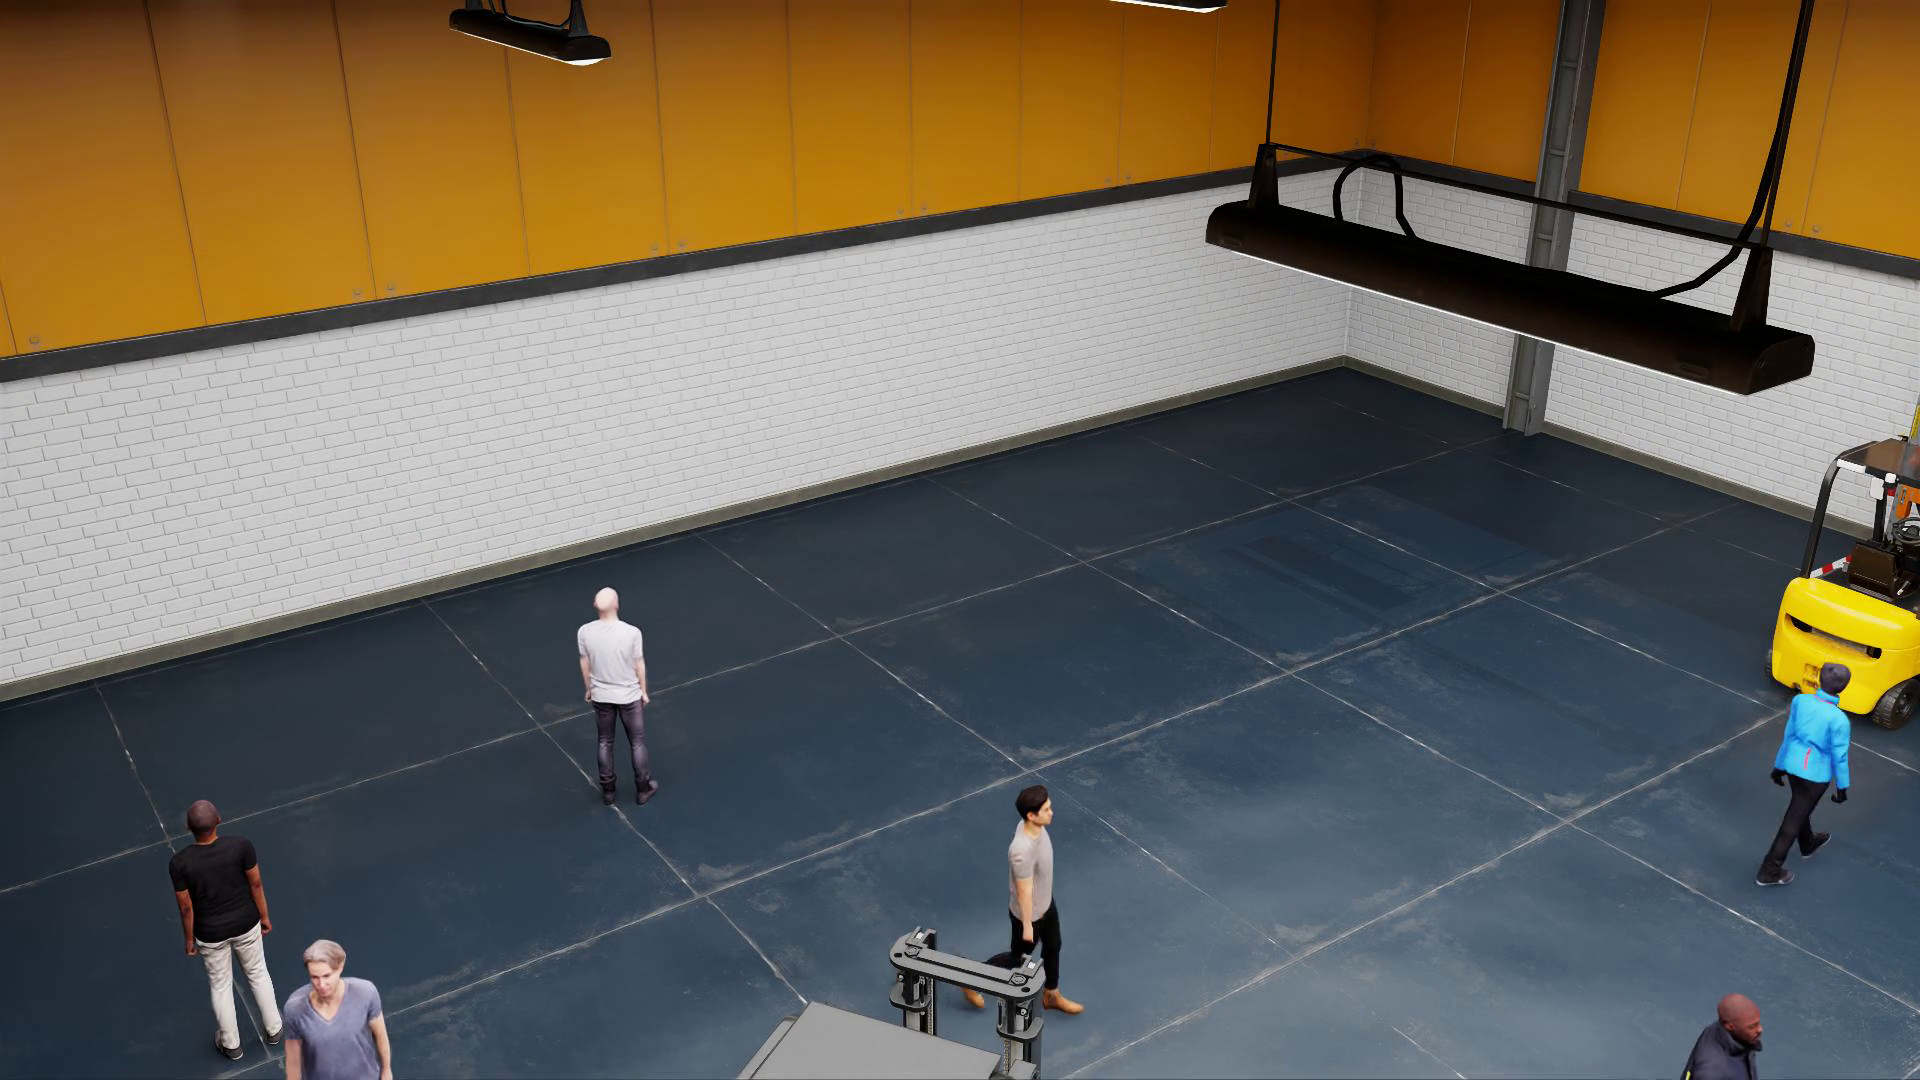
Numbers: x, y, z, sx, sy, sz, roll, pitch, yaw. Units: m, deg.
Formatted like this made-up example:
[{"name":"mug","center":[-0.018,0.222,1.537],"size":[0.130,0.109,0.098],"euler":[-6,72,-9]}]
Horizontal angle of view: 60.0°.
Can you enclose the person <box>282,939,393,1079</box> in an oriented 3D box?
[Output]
[{"name":"person","center":[-3.336,2.914,9.024],"size":[0.819,1.864,0.889],"euler":[-5,24,-11]}]

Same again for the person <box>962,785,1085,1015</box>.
[{"name":"person","center":[0.366,2.314,10.607],"size":[1.133,1.696,1.013],"euler":[7,25,15]}]

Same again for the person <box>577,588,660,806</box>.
[{"name":"person","center":[-2.681,1.216,12.948],"size":[0.759,1.831,0.803],"euler":[2,24,5]}]

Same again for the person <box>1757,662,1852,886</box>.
[{"name":"person","center":[5.992,1.704,11.914],"size":[0.872,1.765,1.050],"euler":[-9,25,-19]}]

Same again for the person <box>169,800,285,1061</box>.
[{"name":"person","center":[-4.533,2.397,10.279],"size":[0.656,1.805,0.575],"euler":[-15,28,-31]}]

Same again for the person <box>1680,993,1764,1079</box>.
[{"name":"person","center":[3.851,3.077,8.735],"size":[1.284,1.797,1.036],"euler":[14,27,29]}]
